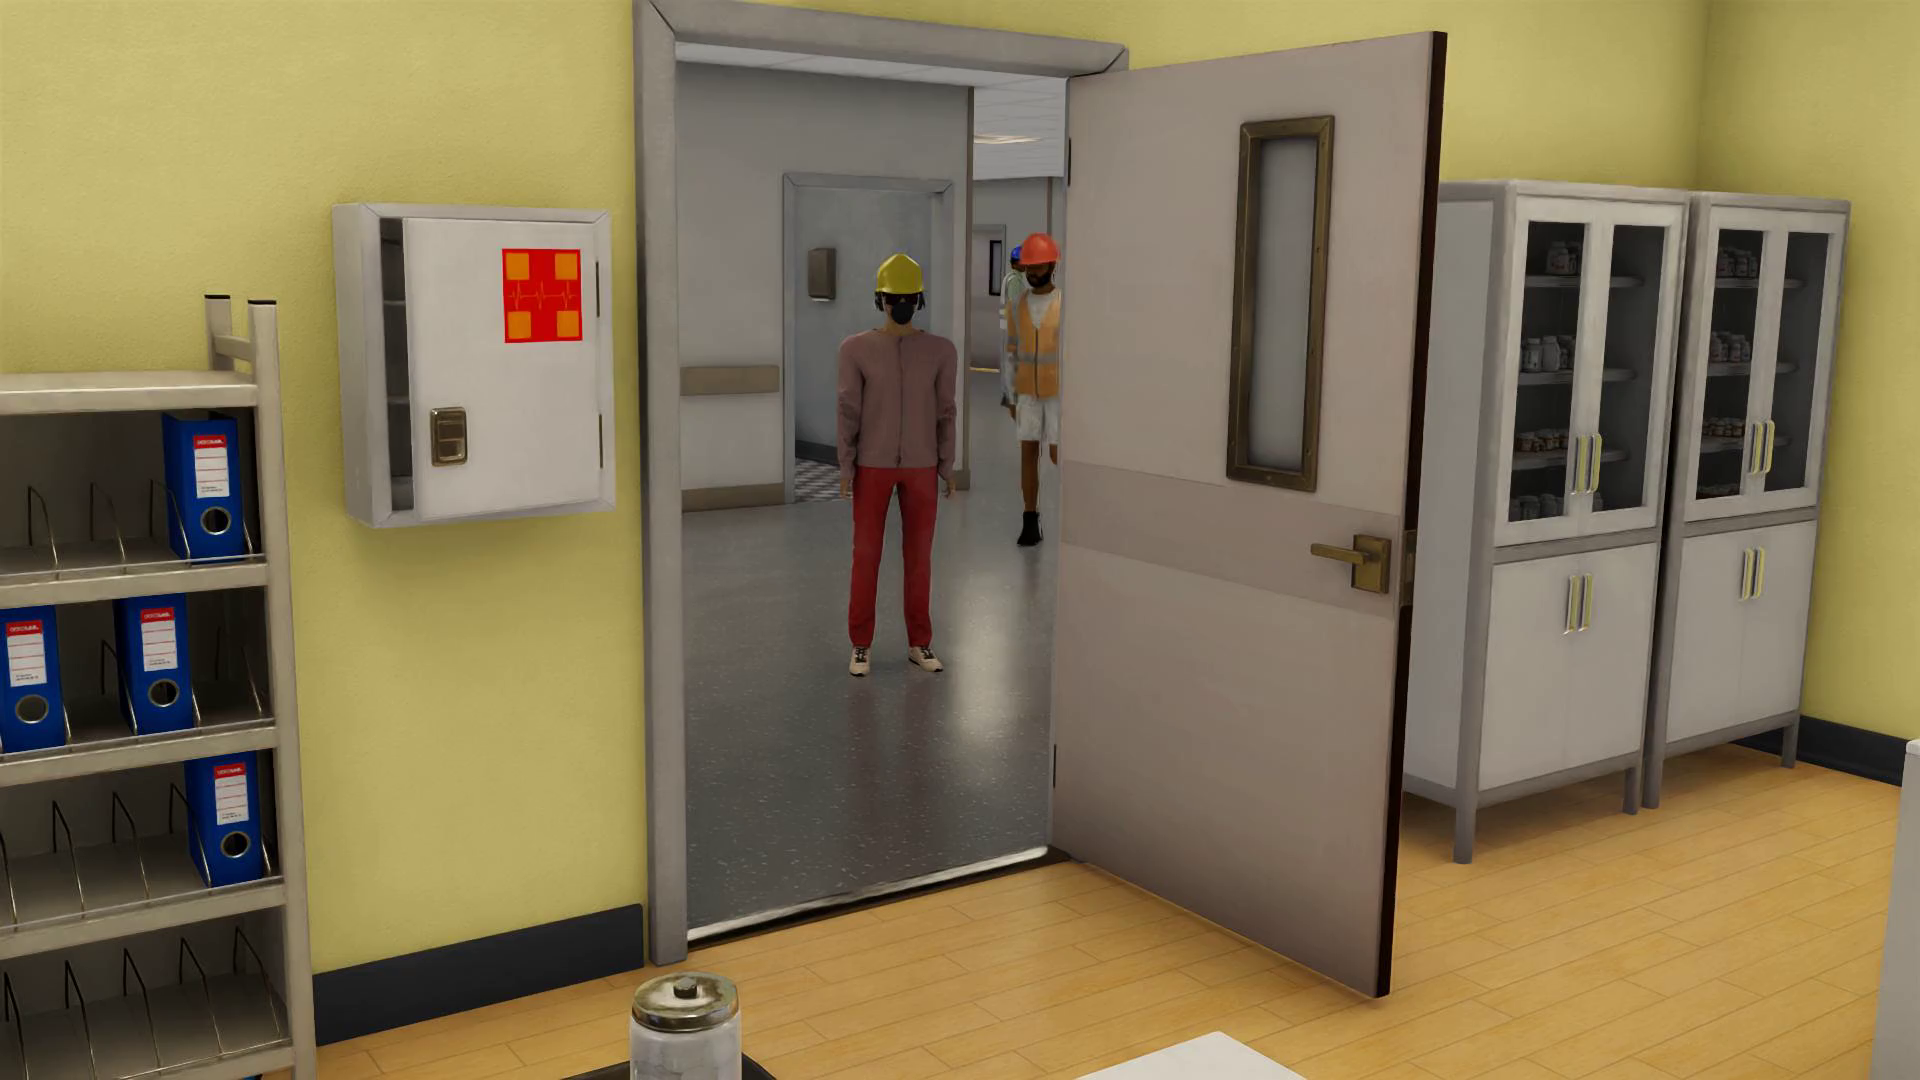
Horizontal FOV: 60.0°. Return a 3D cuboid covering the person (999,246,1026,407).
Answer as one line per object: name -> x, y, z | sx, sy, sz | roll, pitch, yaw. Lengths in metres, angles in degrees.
person -> 0.671, -2.564, 20.049 | 0.402, 1.938, 0.604 | 0, 10, -6

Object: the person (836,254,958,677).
person -> -0.263, -0.308, 7.003 | 0.525, 1.769, 0.309 | -2, 10, -16

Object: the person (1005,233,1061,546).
person -> 0.561, -0.932, 10.324 | 0.572, 1.924, 0.651 | 6, 11, 26
